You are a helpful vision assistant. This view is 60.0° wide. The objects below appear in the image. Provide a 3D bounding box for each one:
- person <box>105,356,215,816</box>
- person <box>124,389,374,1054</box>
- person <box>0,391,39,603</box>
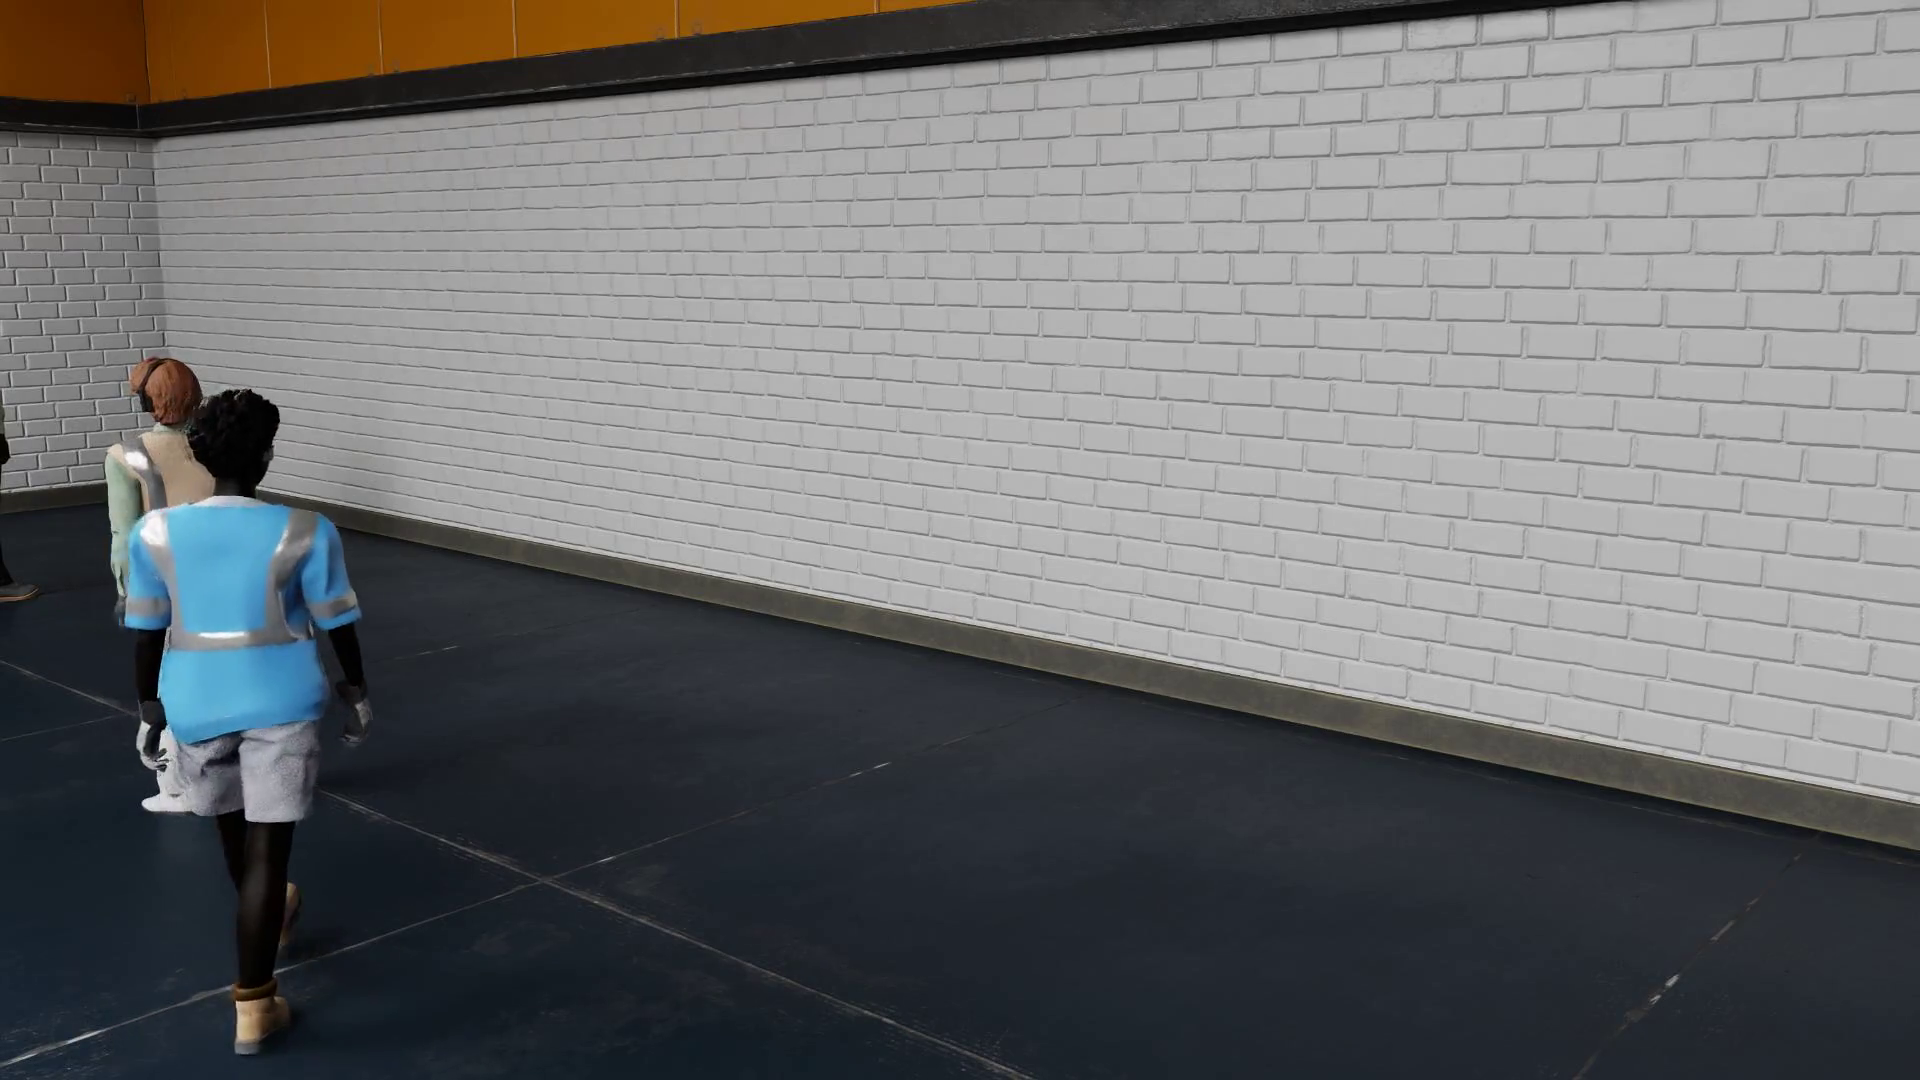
[{"bbox_3d":[-2.774,0.166,5.964,0.308,1.645,0.514,7,12,35],"label":"person"},{"bbox_3d":[-1.841,0.428,4.410,0.554,1.650,0.847,-1,10,-4],"label":"person"},{"bbox_3d":[-5.652,-0.627,9.481,0.608,1.995,0.377,4,11,24],"label":"person"}]
